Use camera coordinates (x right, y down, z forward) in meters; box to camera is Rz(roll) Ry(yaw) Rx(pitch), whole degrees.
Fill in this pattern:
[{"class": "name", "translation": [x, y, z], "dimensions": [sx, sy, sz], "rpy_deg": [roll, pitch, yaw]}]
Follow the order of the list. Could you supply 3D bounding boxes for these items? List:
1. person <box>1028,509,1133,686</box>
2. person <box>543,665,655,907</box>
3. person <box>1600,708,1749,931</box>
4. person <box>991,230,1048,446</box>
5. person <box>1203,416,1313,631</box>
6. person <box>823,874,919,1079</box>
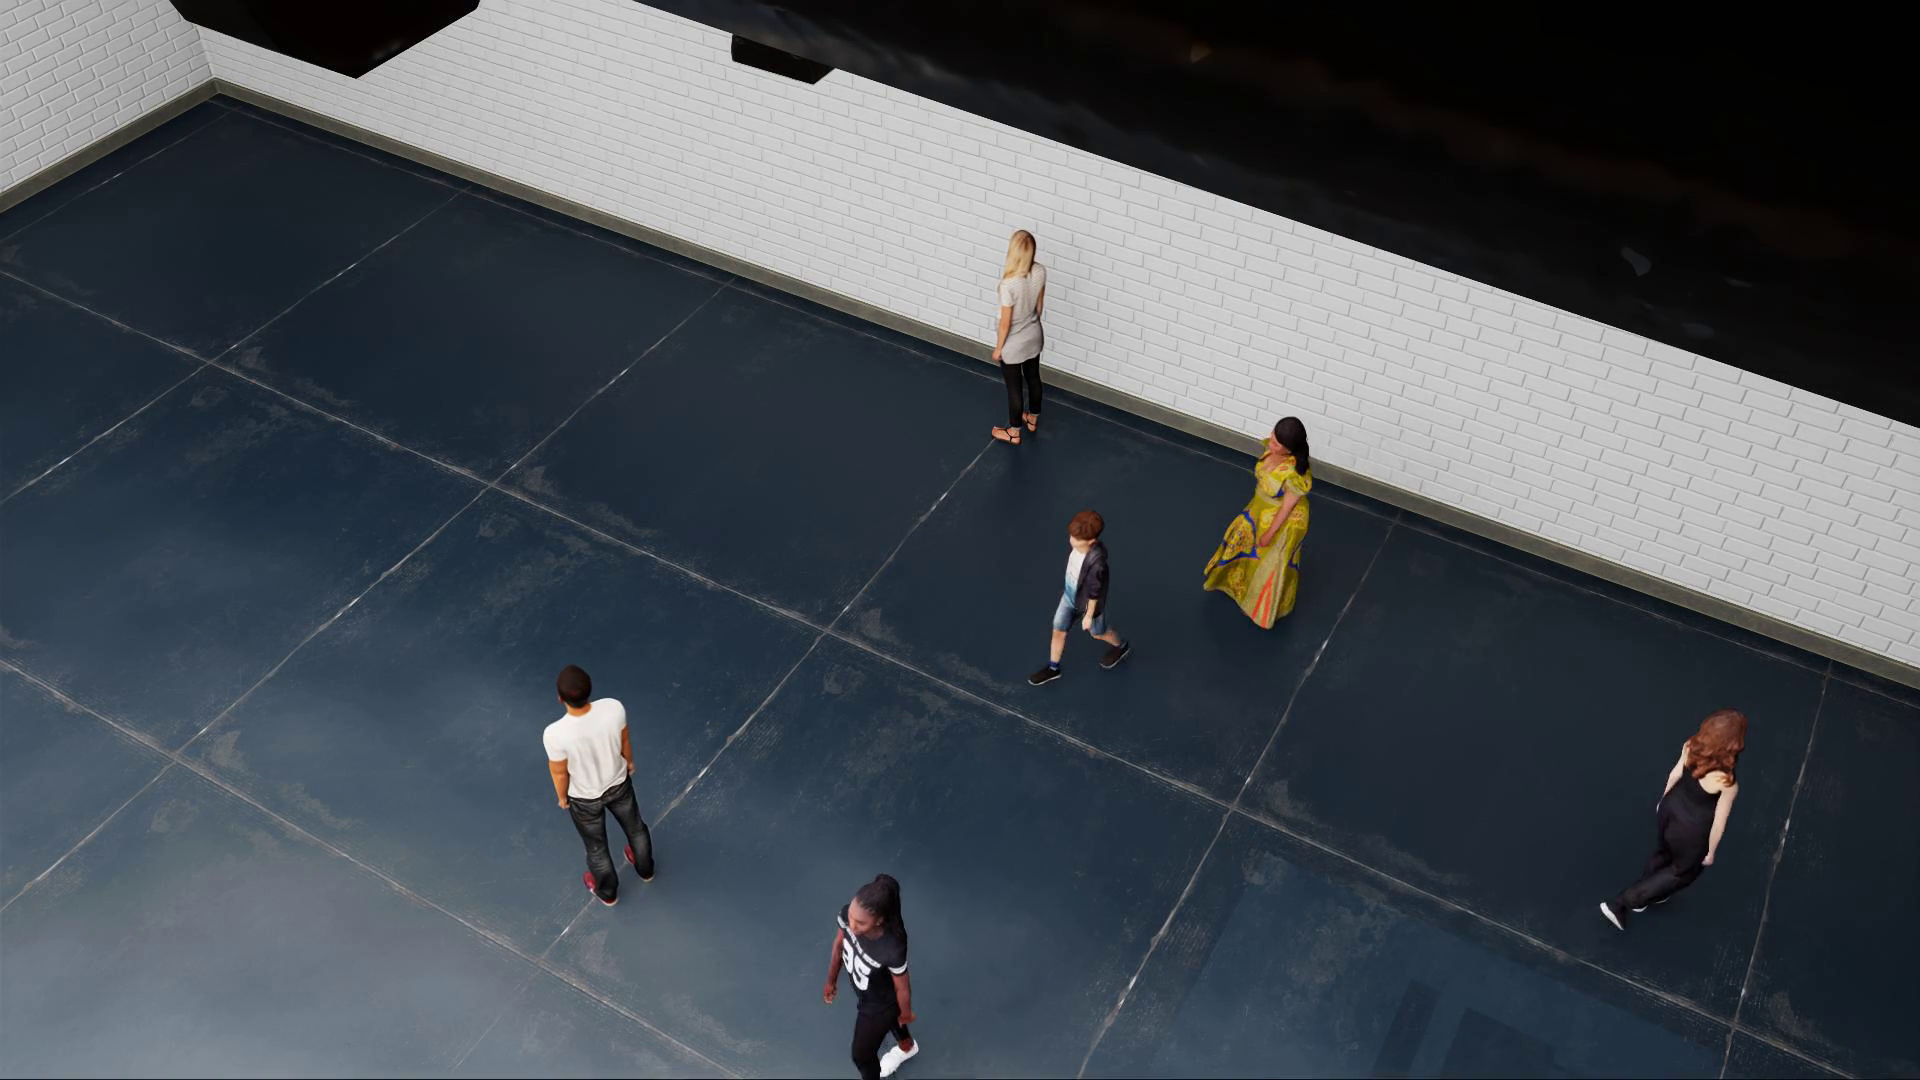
[{"class": "person", "translation": [0.852, 0.354, 10.624], "dimensions": [1.036, 1.415, 0.867], "rpy_deg": [-21, 47, -20]}, {"class": "person", "translation": [-2.017, 1.369, 9.288], "dimensions": [0.598, 1.800, 0.752], "rpy_deg": [-30, 51, -27]}, {"class": "person", "translation": [3.905, 1.576, 9.112], "dimensions": [0.945, 1.731, 0.863], "rpy_deg": [-14, 45, -15]}, {"class": "person", "translation": [0.456, -1.487, 12.259], "dimensions": [0.561, 1.826, 0.720], "rpy_deg": [-33, 53, -30]}, {"class": "person", "translation": [2.126, -0.146, 10.985], "dimensions": [1.105, 1.651, 1.072], "rpy_deg": [-12, 45, -12]}, {"class": "person", "translation": [-0.360, 2.236, 8.435], "dimensions": [0.934, 1.711, 0.787], "rpy_deg": [-28, 50, -26]}]
